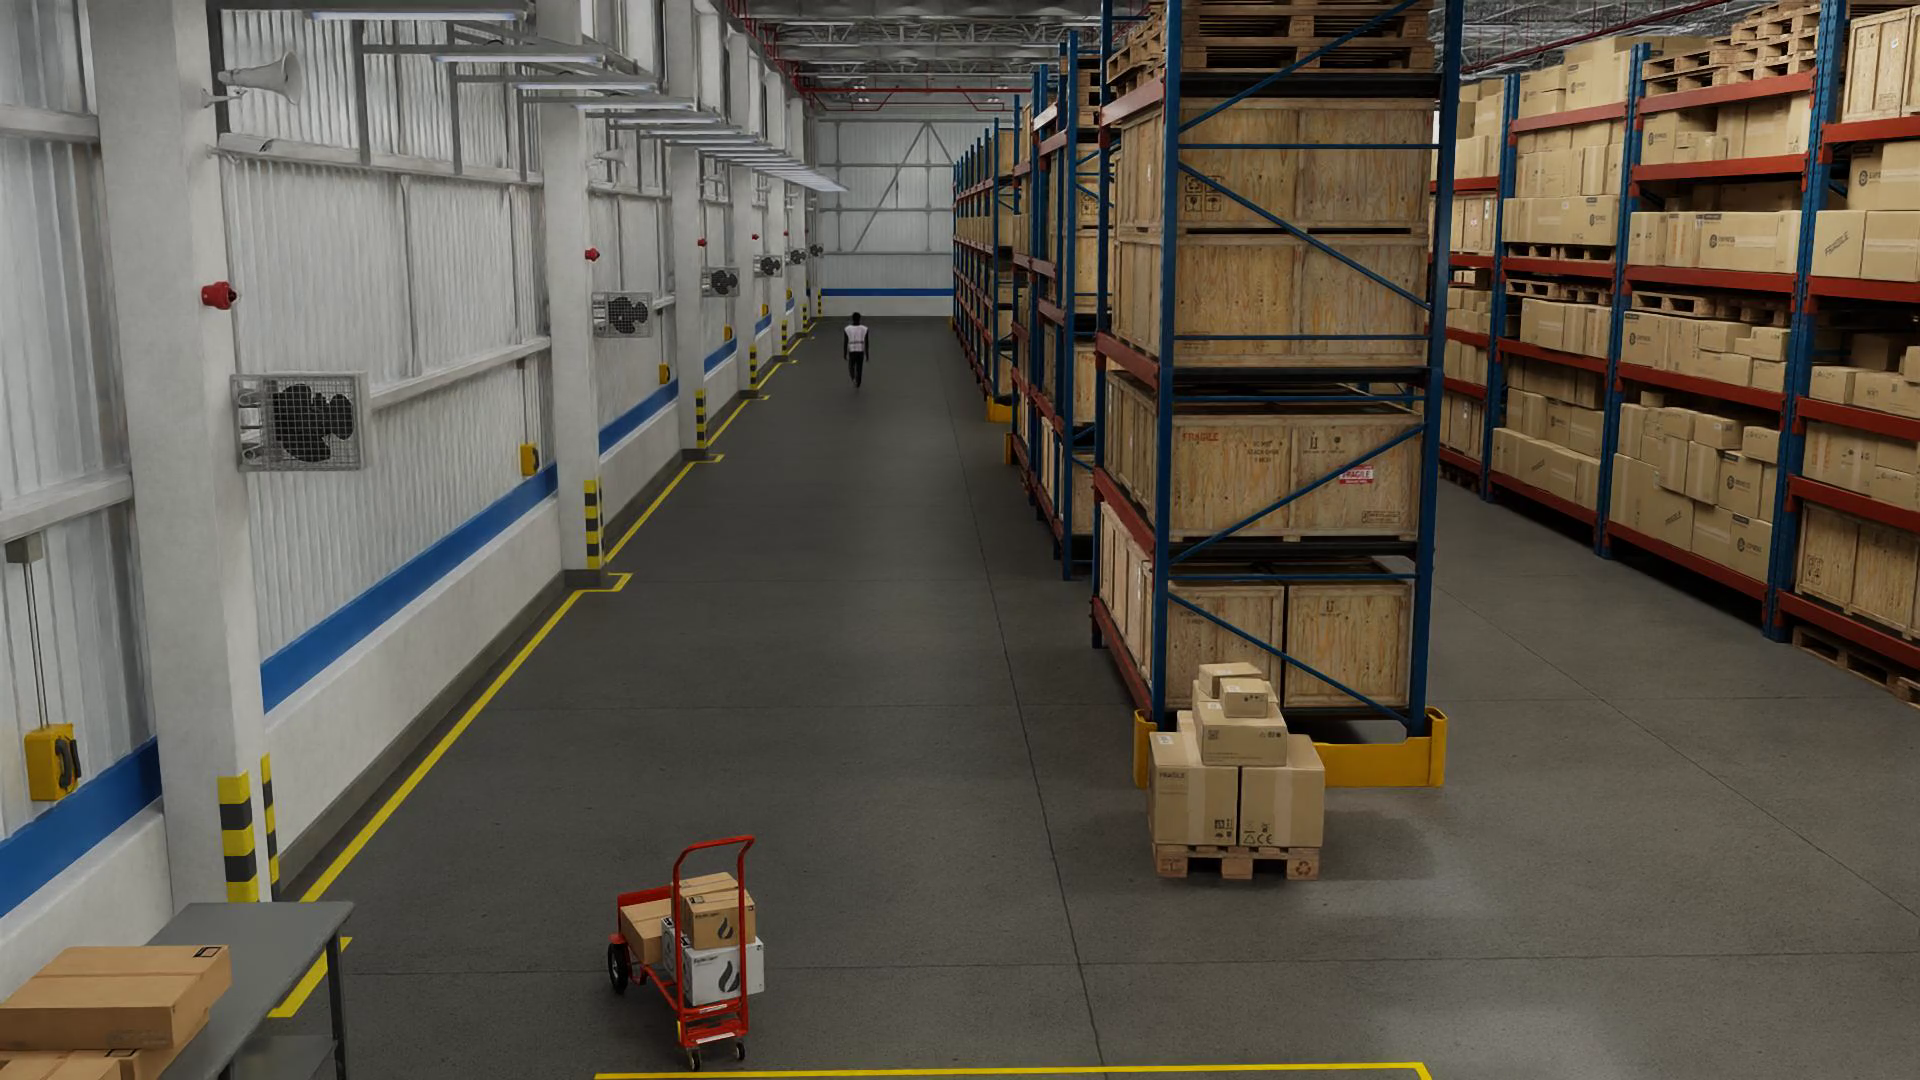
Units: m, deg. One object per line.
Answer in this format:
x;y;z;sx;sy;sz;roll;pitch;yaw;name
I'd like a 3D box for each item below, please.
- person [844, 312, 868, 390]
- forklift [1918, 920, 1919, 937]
-2.494;-4.546;40.065;0.596;1.899;0.562;-2;11;-10;person
5.946;1.070;8.282;1.129;2.768;1.873;0;11;-2;forklift
